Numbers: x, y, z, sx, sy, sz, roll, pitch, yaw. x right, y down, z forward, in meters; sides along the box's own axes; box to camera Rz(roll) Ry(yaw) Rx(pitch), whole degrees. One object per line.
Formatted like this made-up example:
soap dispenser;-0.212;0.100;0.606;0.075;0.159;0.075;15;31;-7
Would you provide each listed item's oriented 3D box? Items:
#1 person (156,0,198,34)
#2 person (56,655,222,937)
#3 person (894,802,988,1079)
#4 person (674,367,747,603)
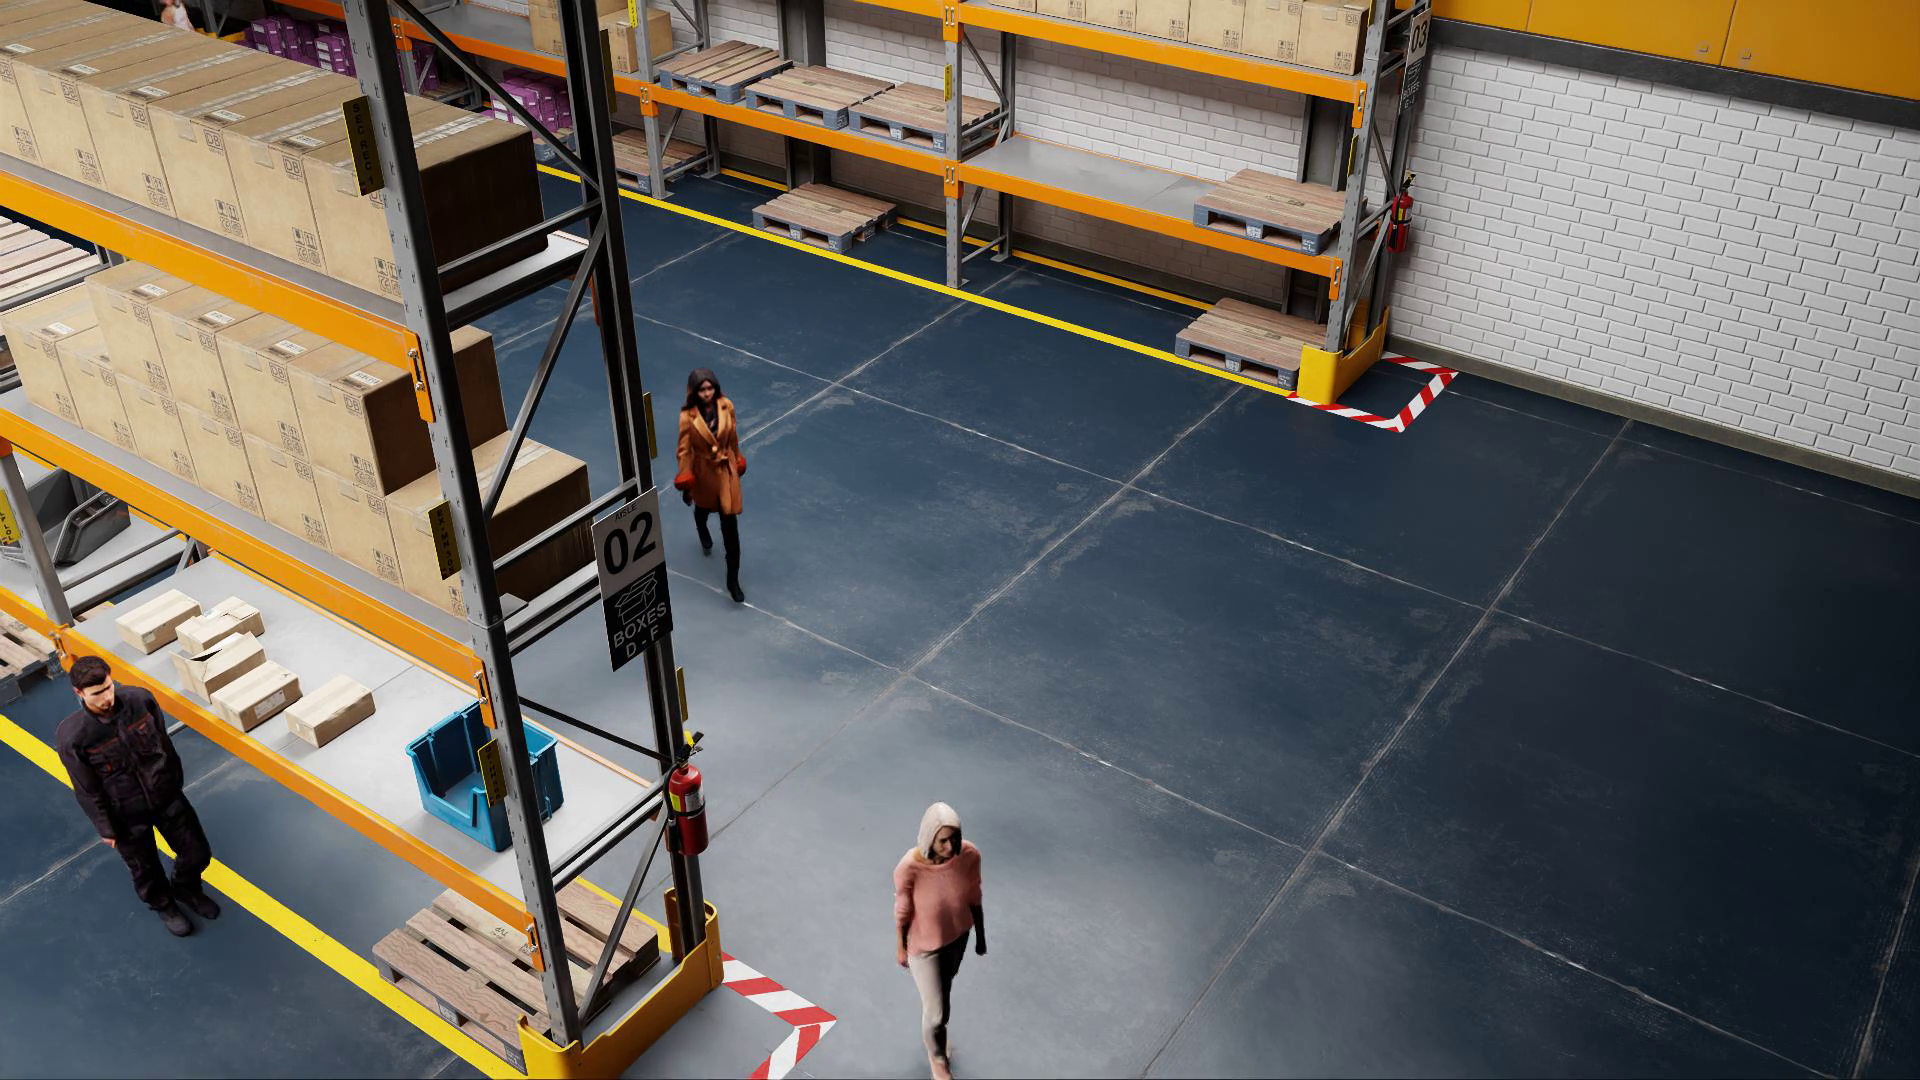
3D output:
person;-9.228;-5.876;20.057;0.842;1.669;0.777;7;34;11
person;-4.482;1.344;8.957;0.683;1.932;0.727;22;40;30
person;-0.144;1.917;8.291;0.744;1.715;0.802;-17;37;-24
person;-1.803;-0.467;11.913;1.124;1.675;1.311;-13;36;-18
